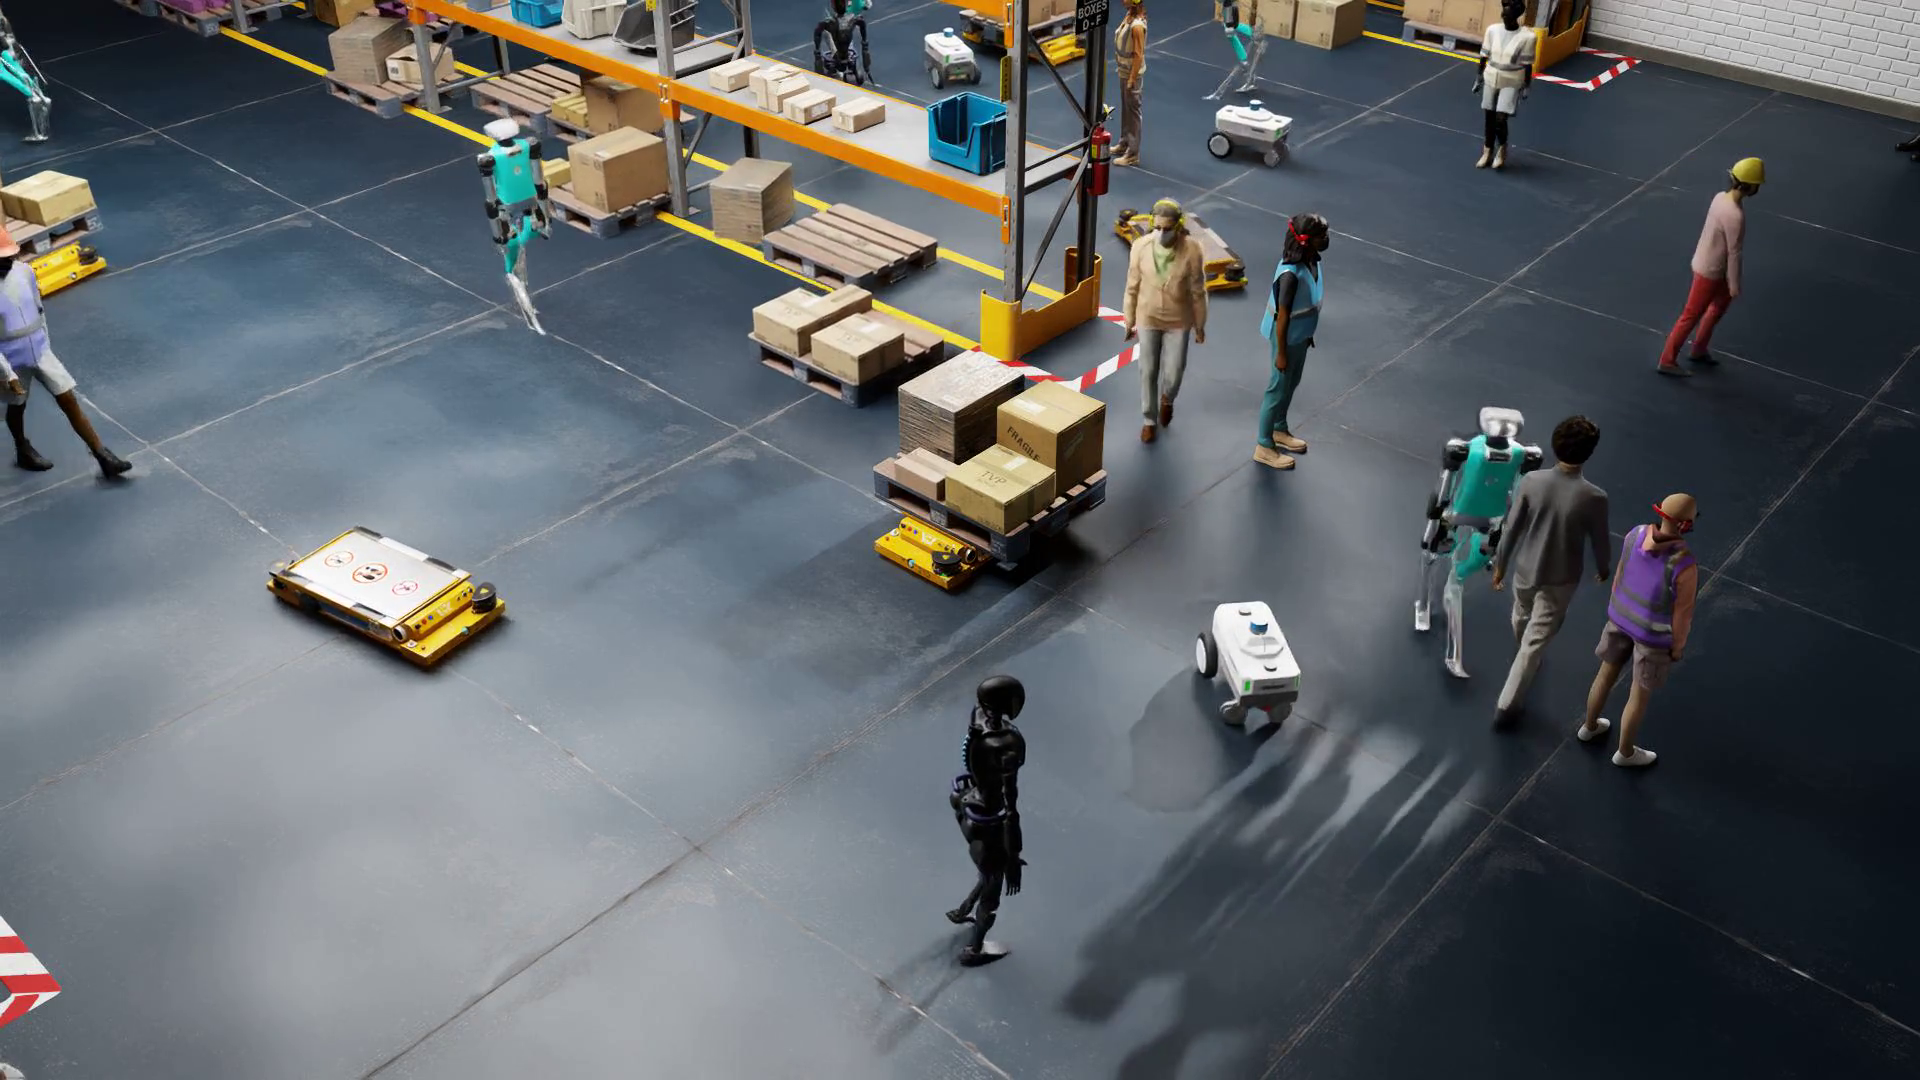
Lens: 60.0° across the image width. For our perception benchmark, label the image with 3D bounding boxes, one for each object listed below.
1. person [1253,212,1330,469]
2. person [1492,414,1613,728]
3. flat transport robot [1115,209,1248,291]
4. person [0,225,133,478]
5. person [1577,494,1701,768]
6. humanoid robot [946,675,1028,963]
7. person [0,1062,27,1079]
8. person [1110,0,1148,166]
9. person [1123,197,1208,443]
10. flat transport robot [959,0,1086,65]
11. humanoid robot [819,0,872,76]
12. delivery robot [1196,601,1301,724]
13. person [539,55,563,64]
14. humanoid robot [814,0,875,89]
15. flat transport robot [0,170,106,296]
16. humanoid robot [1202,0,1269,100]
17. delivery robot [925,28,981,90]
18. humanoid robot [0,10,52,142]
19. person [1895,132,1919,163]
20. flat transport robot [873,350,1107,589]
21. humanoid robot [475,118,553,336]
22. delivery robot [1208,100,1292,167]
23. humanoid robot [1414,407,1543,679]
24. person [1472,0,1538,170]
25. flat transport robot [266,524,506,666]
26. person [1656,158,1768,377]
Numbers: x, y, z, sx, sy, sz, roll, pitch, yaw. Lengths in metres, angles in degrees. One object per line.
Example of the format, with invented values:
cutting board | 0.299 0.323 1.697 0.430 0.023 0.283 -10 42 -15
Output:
person | 2.266 -1.374 11.408 0.389 1.860 0.505 21 40 28
person | 3.313 0.119 9.247 0.546 1.849 0.982 26 42 32
flat transport robot | 1.913 -2.540 14.490 0.659 0.231 1.431 -10 36 -14
person | -6.254 -1.236 11.181 1.006 1.881 0.554 17 38 23
person | 3.637 0.479 8.862 0.351 1.694 0.480 -18 38 -24
humanoid robot | 0.138 1.299 7.682 0.346 1.646 0.610 -11 36 -16
person | -3.445 2.396 6.118 0.687 1.648 0.465 -16 38 -21
person | 1.624 -4.493 15.990 0.307 1.778 0.460 -4 35 -6
person | 1.424 -1.536 11.641 0.591 1.855 0.415 7 35 10
flat transport robot | 0.760 -5.802 19.216 1.431 0.231 0.659 29 44 35
humanoid robot | -1.277 -5.903 18.100 0.812 1.808 0.542 28 43 34
delivery robot | 1.674 0.679 9.588 0.524 0.610 0.782 -5 35 -7
person | -4.278 -6.045 18.300 0.907 1.707 0.570 0 35 0
humanoid robot | -1.133 -4.542 16.160 0.601 1.650 0.354 -13 37 -18
flat transport robot | -8.155 -2.446 14.355 1.431 0.231 0.659 16 38 22
humanoid robot | 2.987 -5.482 17.480 0.901 1.767 0.543 2 35 3
delivery robot | -0.116 -5.292 18.217 0.499 0.585 0.765 -12 36 -17
humanoid robot | -9.328 -4.697 16.379 0.782 1.839 0.531 11 36 15
person | 9.538 -4.610 16.022 0.366 1.935 0.551 0 35 -1
flat transport robot | 0.158 -0.172 11.059 0.659 0.231 1.431 27 43 33
humanoid robot | -3.594 -2.557 13.250 0.563 1.788 0.878 -22 40 -28
delivery robot | 2.861 -4.037 16.415 0.782 0.603 0.499 20 39 26
humanoid robot | 2.924 -0.119 9.709 0.558 1.758 0.960 3 35 4
person | 5.155 -4.342 15.850 0.562 1.678 0.395 29 44 35
flat transport robot | -3.586 0.318 10.349 1.431 0.231 0.659 20 39 26
person | 5.692 -2.001 12.412 0.642 1.746 0.543 7 35 10
